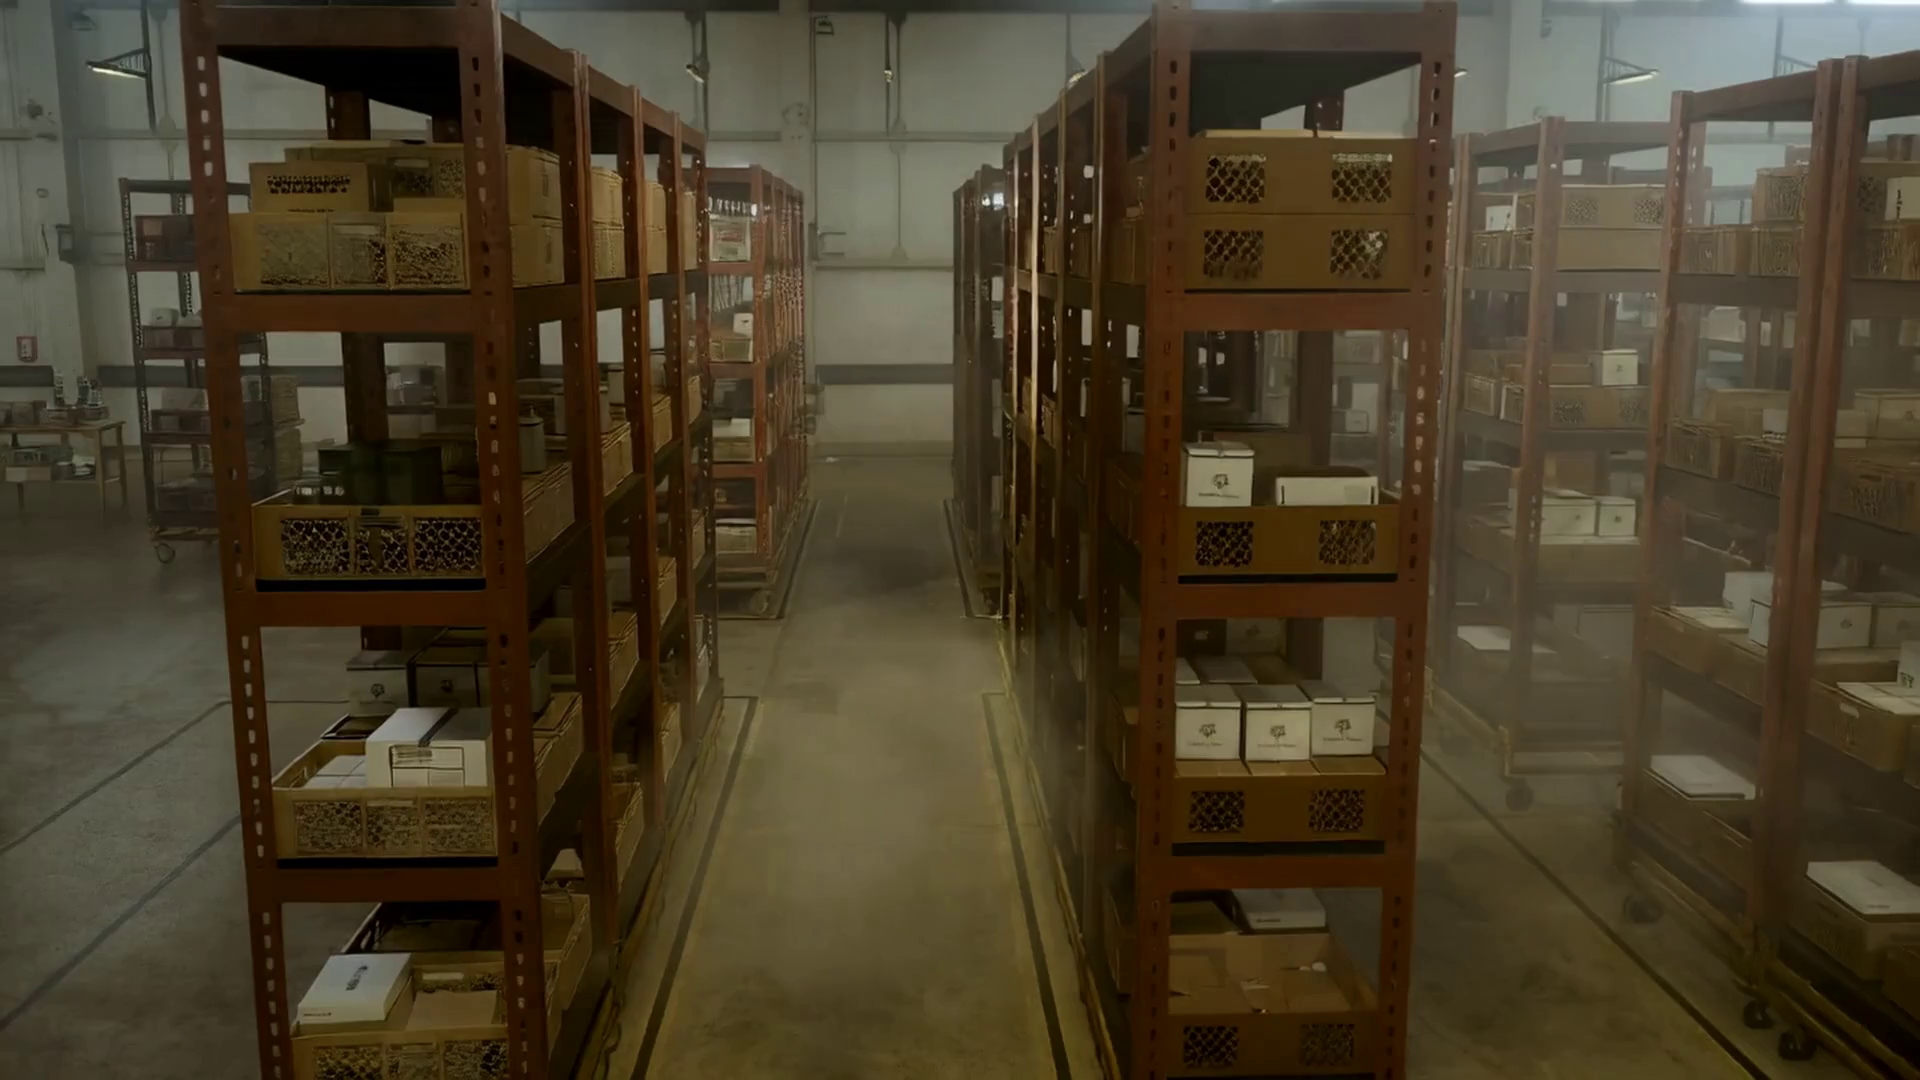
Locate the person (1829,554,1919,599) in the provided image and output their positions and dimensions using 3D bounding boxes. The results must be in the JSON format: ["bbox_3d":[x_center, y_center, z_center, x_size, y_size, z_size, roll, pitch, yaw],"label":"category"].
[{"bbox_3d":[7.401,-0.238,13.259,1.030,1.793,0.588,1,10,3],"label":"person"}]
